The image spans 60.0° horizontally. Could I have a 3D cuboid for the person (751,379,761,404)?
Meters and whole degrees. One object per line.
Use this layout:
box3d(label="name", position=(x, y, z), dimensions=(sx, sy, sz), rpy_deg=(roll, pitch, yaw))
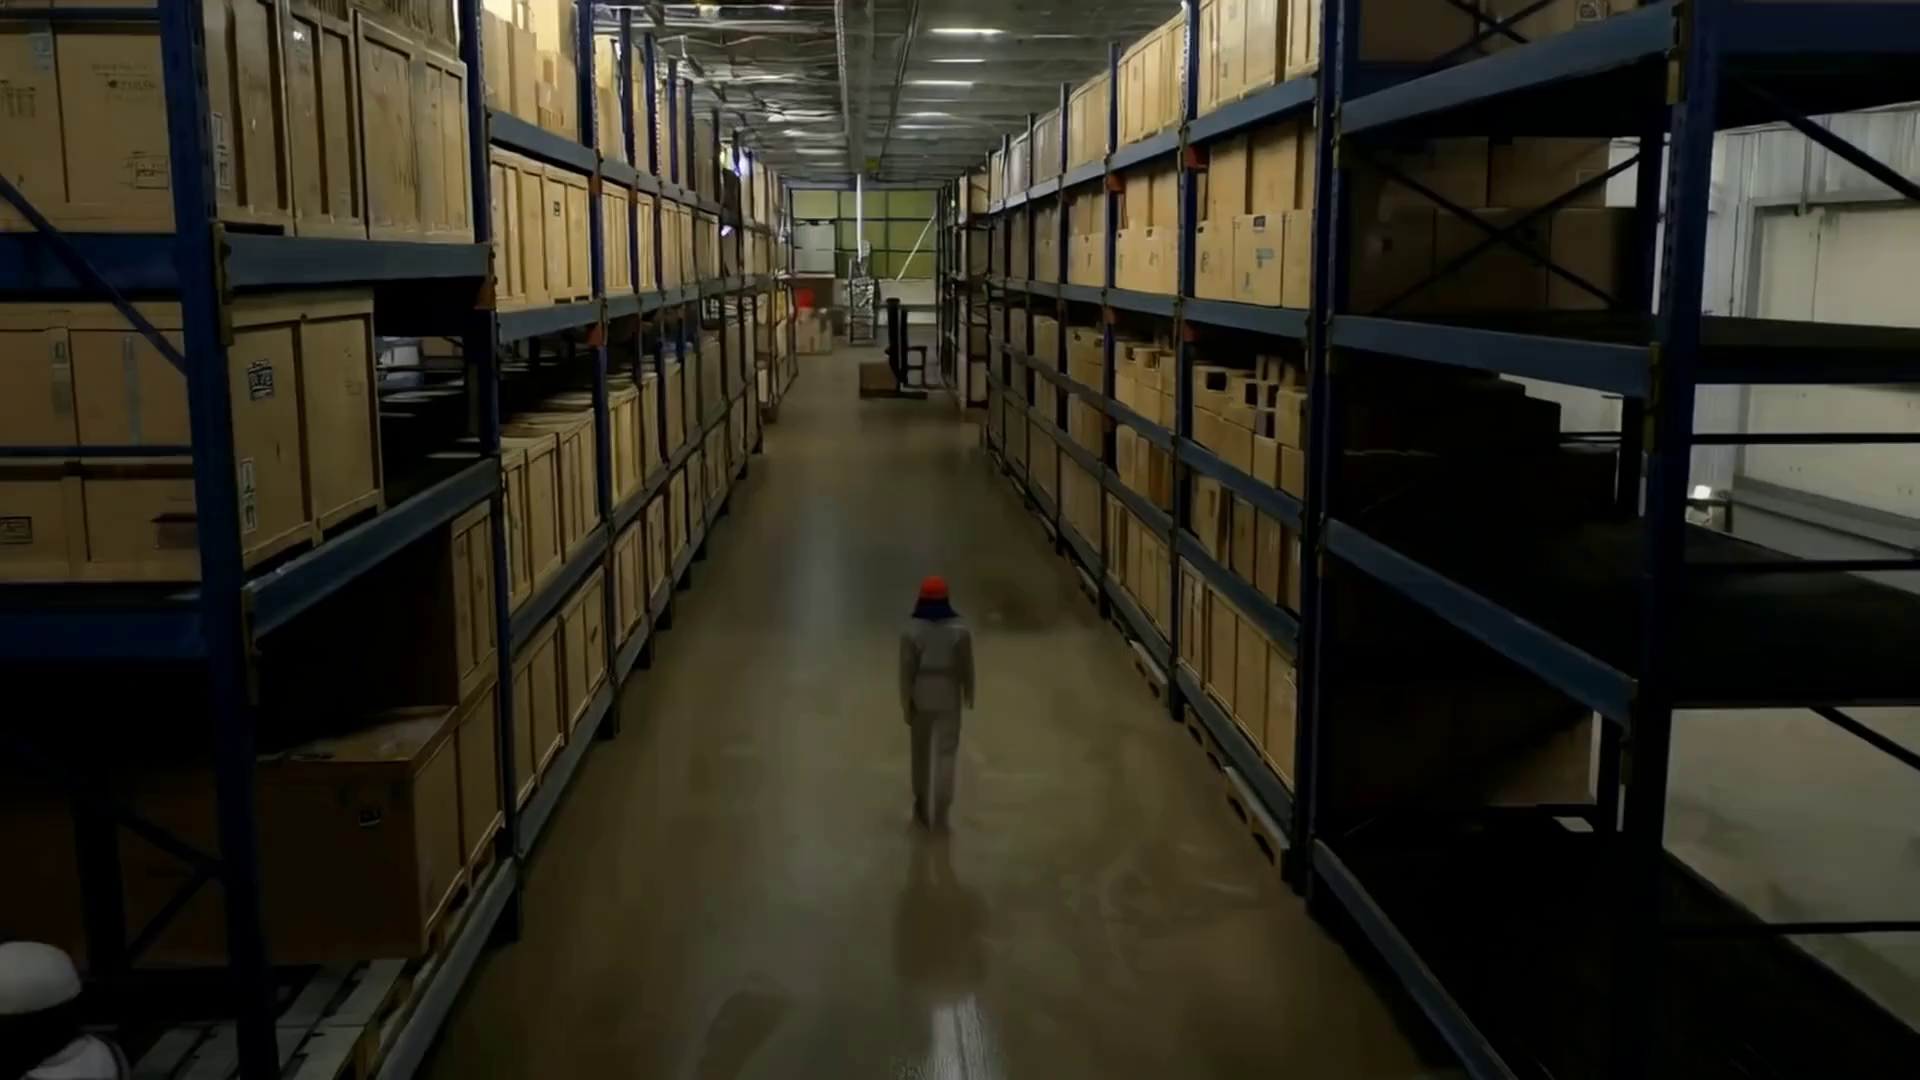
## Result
box3d(label="person", position=(-4.320, -2.770, 34.168), dimensions=(0.457, 1.825, 0.571), rpy_deg=(-1, 10, -4))

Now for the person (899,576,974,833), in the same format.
box3d(label="person", position=(-0.155, 1.093, 11.456), dimensions=(0.505, 1.705, 0.868), rpy_deg=(1, 10, 4))

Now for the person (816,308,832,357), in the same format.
box3d(label="person", position=(-5.551, -8.382, 67.214), dimensions=(0.528, 1.978, 0.640), rpy_deg=(-4, 10, -20))

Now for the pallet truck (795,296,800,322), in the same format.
box3d(label="pallet truck", position=(-8.622, -12.439, 91.403), dimensions=(1.885, 1.965, 0.823), rpy_deg=(2, 10, 13))

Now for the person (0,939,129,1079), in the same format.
box3d(label="person", position=(-2.556, 2.089, 4.866), dimensions=(0.742, 1.921, 0.560), rpy_deg=(0, 10, -2))

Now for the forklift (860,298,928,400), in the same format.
box3d(label="forklift", position=(-1.868, -5.349, 46.419), dimensions=(1.873, 2.768, 1.129), rpy_deg=(-1, 10, -3))

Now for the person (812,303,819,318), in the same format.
box3d(label="person", position=(-7.624, -11.629, 87.546), dimensions=(0.530, 1.670, 0.783), rpy_deg=(9, 13, 44))

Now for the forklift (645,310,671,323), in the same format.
box3d(label="forklift", position=(-10.416, -7.201, 57.483), dimensions=(1.129, 2.768, 1.873), rpy_deg=(0, 10, -1))
